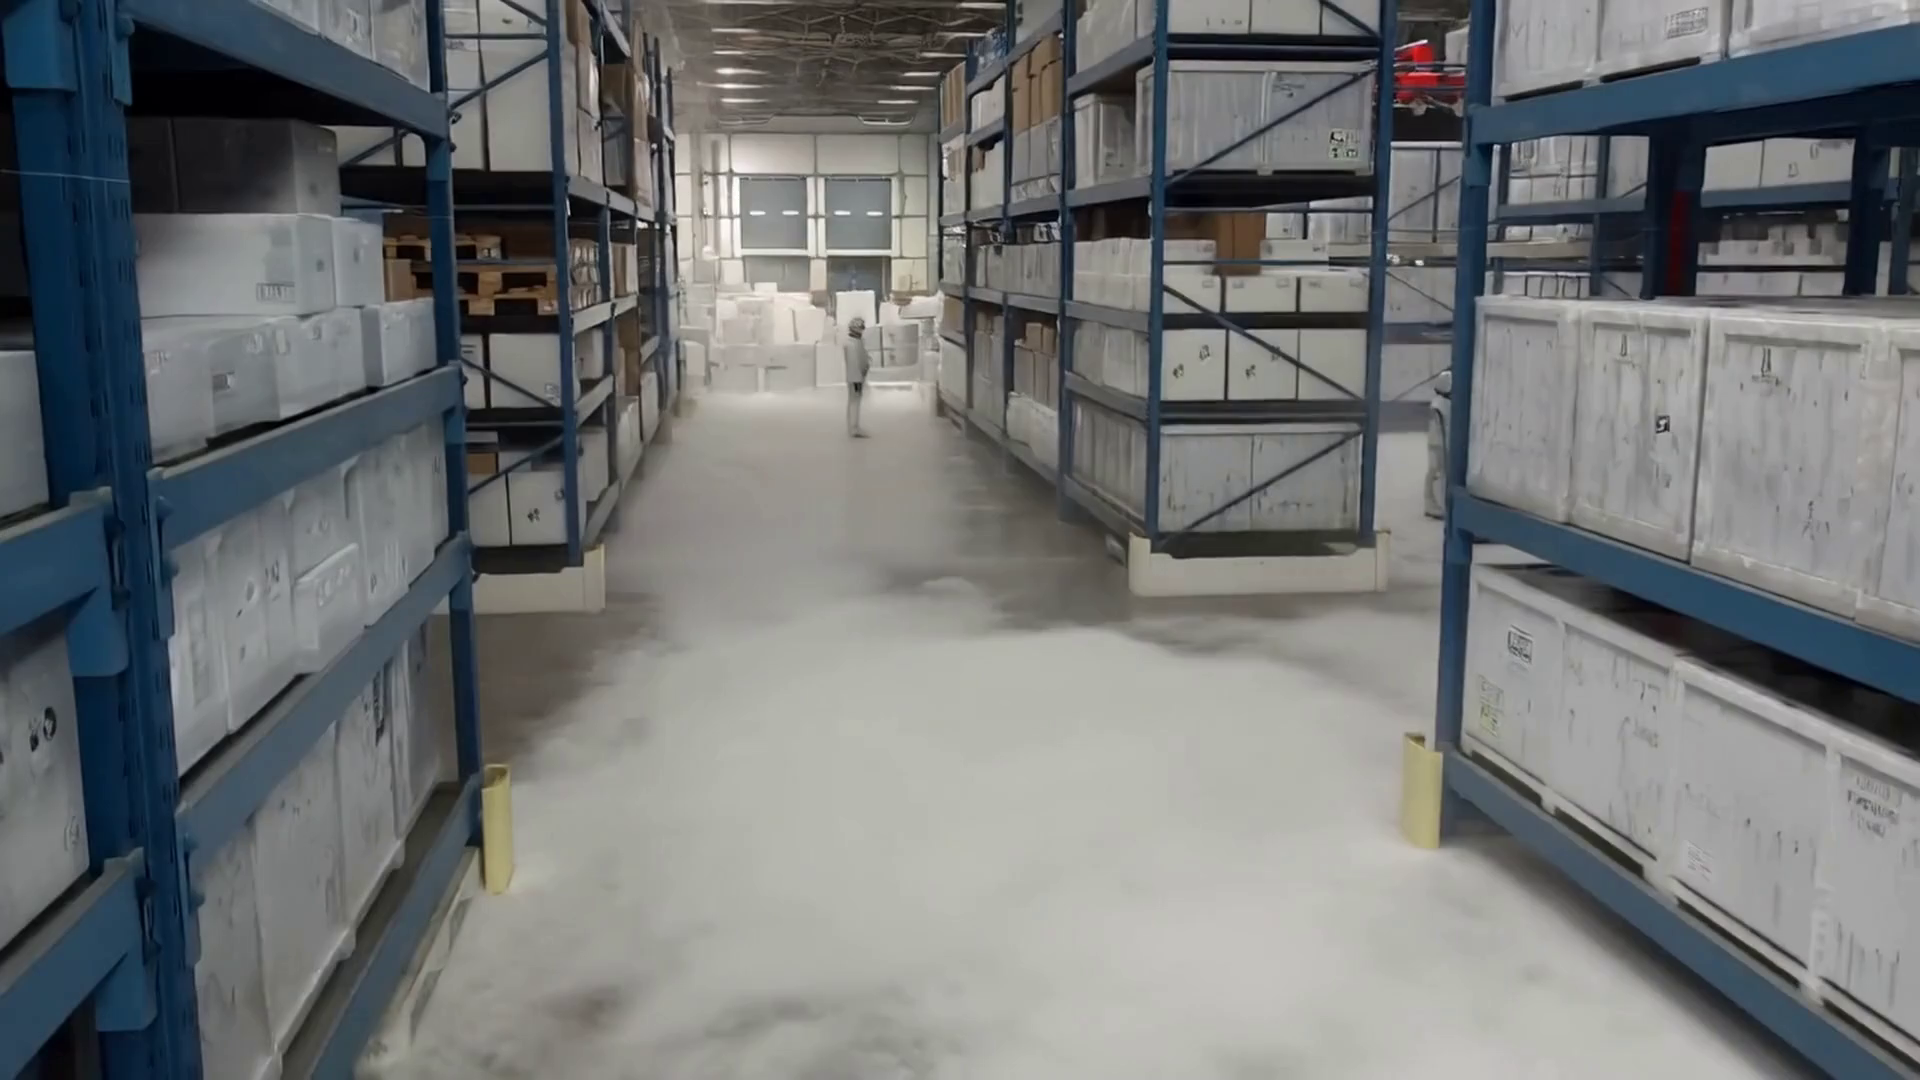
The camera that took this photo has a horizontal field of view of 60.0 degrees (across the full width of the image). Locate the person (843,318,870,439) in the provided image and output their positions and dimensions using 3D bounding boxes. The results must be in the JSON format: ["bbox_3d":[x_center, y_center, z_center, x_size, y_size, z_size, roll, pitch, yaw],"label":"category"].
[{"bbox_3d":[-1.629,-2.545,26.215,0.409,1.909,0.640,-1,10,-7],"label":"person"}]

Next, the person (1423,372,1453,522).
[{"bbox_3d":[5.232,-1.015,18.099,0.284,1.633,0.497,-1,10,-7],"label":"person"}]

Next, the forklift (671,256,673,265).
[{"bbox_3d":[-10.987,-9.066,61.344,1.129,2.768,1.873,-1,10,-7],"label":"forklift"}]

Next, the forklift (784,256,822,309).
[{"bbox_3d":[-5.789,-8.743,59.468,1.129,2.768,1.873,-6,12,-33],"label":"forklift"}]

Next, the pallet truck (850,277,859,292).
[{"bbox_3d":[-3.782,-9.391,65.808,1.885,1.965,0.823,2,10,10],"label":"pallet truck"}]
